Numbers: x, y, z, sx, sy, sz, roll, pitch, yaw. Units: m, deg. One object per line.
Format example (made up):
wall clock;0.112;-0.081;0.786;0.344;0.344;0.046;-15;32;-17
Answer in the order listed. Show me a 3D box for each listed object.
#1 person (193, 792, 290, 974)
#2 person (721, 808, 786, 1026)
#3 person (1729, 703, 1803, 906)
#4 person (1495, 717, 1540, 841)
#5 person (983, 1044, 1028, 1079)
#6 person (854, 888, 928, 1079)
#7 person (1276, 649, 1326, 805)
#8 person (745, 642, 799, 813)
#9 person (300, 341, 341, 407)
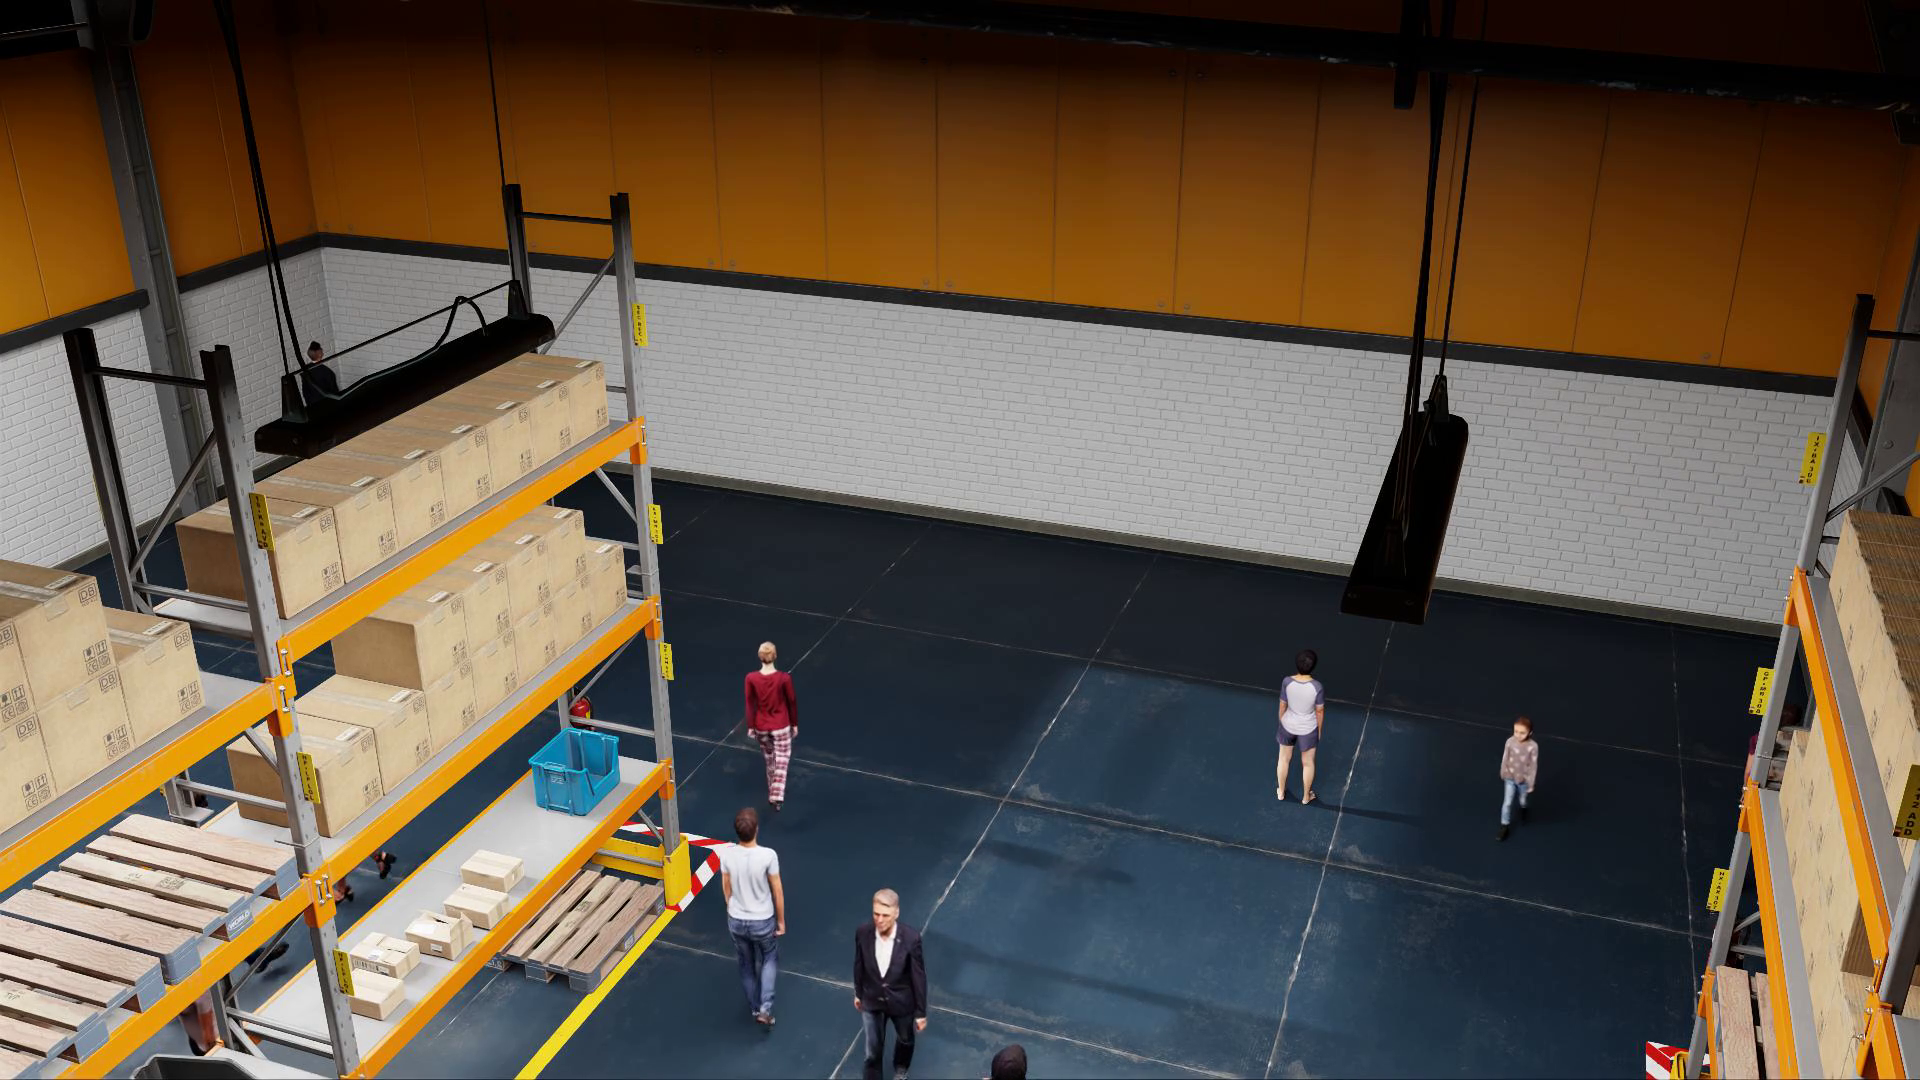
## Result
person;-5.815;2.782;12.594;1.330;1.833;1.035;-21;31;-40
person;-1.558;2.870;12.365;0.765;1.854;0.889;1;24;1
person;6.781;2.195;13.908;0.728;1.855;0.742;-20;31;-38
person;5.044;2.109;14.944;0.567;1.182;0.809;14;27;29
person;0.248;3.868;10.310;0.607;1.672;1.057;7;25;16
person;-0.466;3.185;11.740;0.834;1.778;1.162;4;24;9
person;3.143;1.709;15.383;0.564;1.565;0.510;9;25;19
person;-1.727;1.722;15.210;0.789;1.678;1.006;1;24;2
person;-8.812;-1.828;22.993;0.715;1.951;0.576;7;24;15
